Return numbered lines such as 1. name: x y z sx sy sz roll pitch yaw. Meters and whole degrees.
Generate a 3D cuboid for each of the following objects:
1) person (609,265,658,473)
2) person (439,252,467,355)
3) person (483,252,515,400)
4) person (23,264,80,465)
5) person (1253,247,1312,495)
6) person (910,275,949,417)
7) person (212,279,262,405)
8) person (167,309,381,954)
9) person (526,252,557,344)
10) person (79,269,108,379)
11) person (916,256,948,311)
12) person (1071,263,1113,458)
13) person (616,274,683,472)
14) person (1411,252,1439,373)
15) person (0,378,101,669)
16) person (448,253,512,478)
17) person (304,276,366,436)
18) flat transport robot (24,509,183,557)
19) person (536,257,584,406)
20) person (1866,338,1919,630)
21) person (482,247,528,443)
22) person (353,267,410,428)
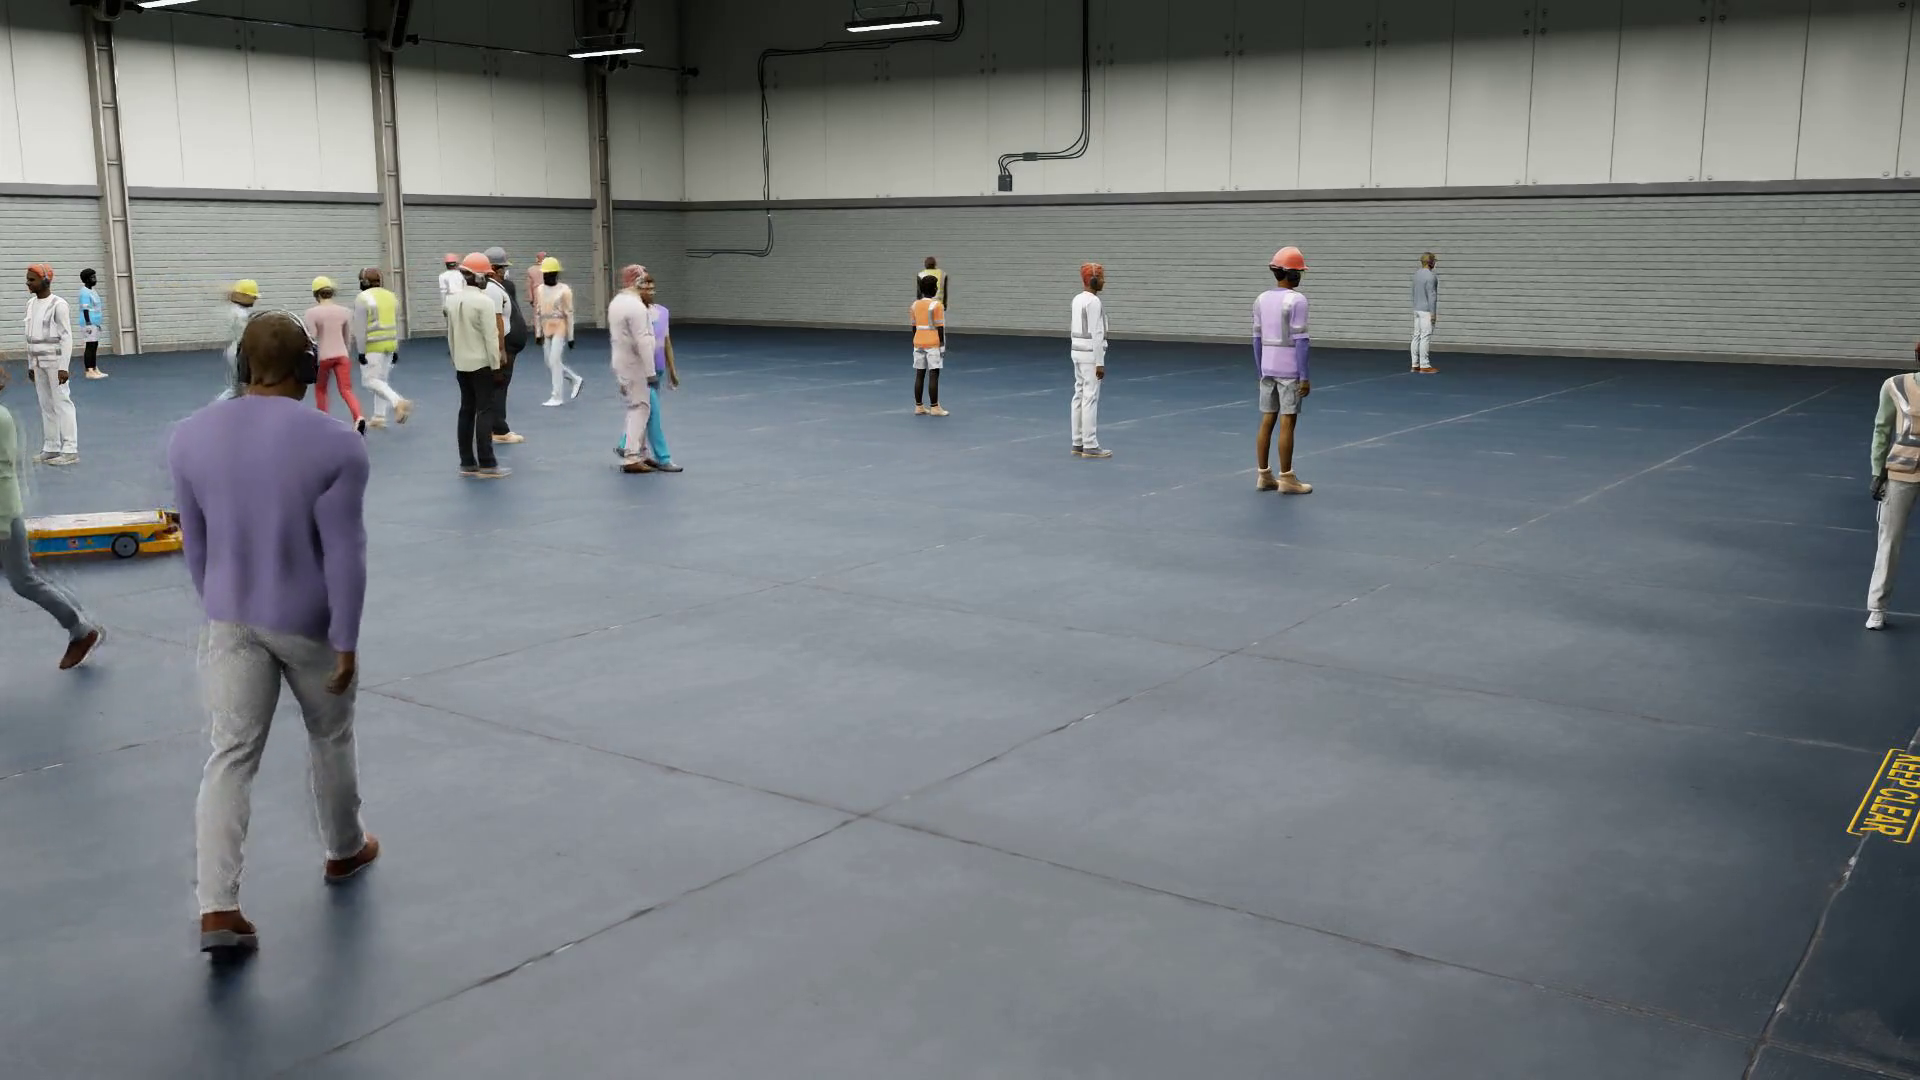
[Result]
1. person: -2.946 -1.562 15.189 0.437 1.872 0.688 -5 11 -27
2. person: -9.312 -4.347 30.709 0.552 1.914 0.784 -6 12 -30
3. person: -6.143 -2.819 21.948 0.633 1.976 0.533 0 10 2
4. person: -8.577 -1.646 15.651 0.574 1.883 0.356 6 12 28
5. person: 2.694 -1.400 13.821 0.378 2.045 0.605 -6 12 -30
6. person: -0.370 -2.327 19.989 0.532 1.696 0.318 10 14 44
7. person: -7.758 -1.926 17.737 0.710 1.700 0.520 -6 12 -32
8. person: -2.079 0.255 5.023 0.637 1.894 1.031 0 10 1
9. person: -8.538 -4.957 34.150 0.638 1.903 0.409 1 10 3
10. person: -13.345 -3.315 25.544 0.321 1.689 0.530 -3 10 -14
11. person: -0.547 -4.650 32.634 0.640 1.827 0.580 -2 10 -12
12. person: 1.266 -1.747 16.203 0.355 1.887 0.573 -3 11 -18
13. person: -2.906 -1.541 15.294 0.905 1.807 0.584 7 12 34
14. person: 7.462 -3.639 26.662 0.373 1.940 0.630 -2 10 -12
15. person: -4.528 -0.111 7.860 0.511 1.605 0.801 6 12 31
16. person: -4.274 -1.546 14.786 0.622 1.990 0.402 8 13 38
17. person: -6.661 -1.937 17.706 0.774 1.738 0.528 9 14 42
18. flat transport robot: -5.941 -0.030 11.112 1.431 0.197 0.652 -5 11 -26
19. person: -5.139 -2.682 21.391 0.594 1.905 0.677 8 13 38
20. person: 5.138 -0.315 8.881 0.510 1.640 0.308 4 11 22
21. person: -4.800 -2.040 17.416 0.538 2.000 0.690 -4 11 -24
22. person: -6.443 -2.130 18.579 0.678 1.816 0.639 4 11 23
